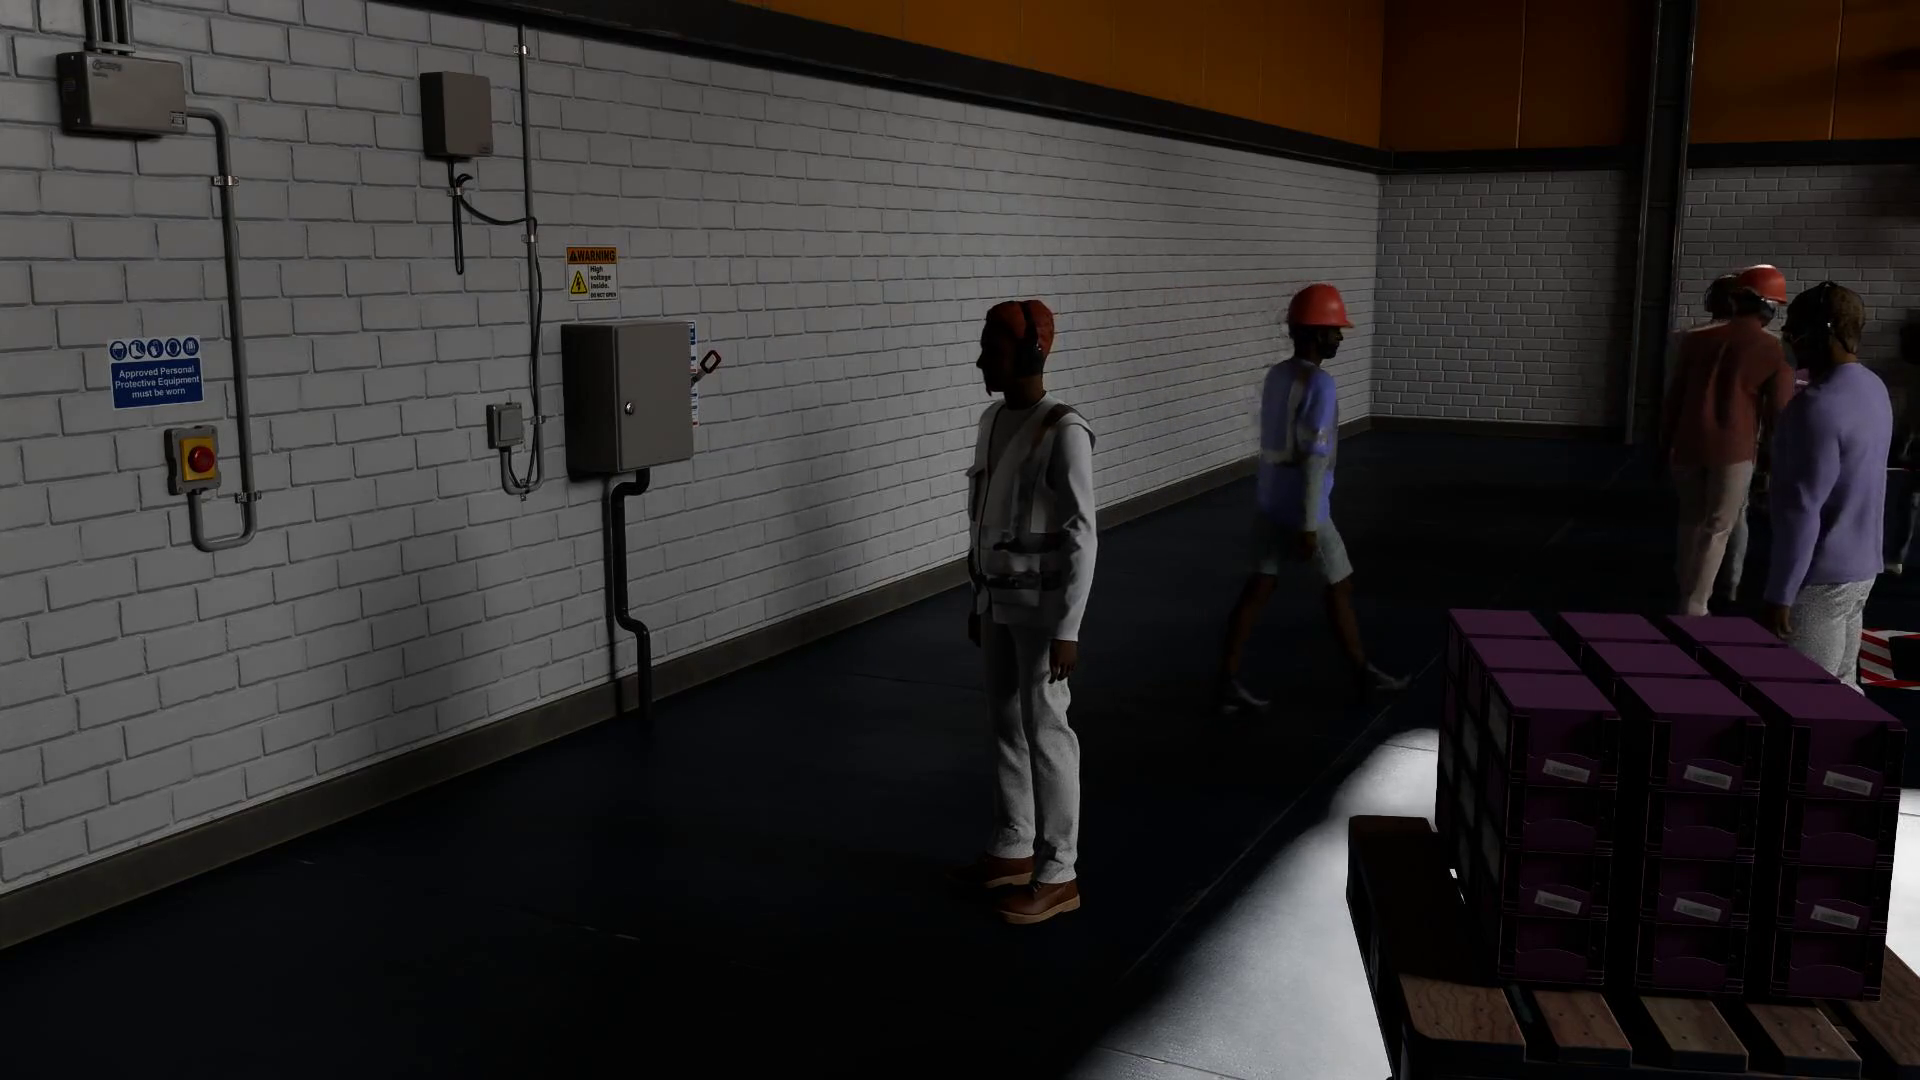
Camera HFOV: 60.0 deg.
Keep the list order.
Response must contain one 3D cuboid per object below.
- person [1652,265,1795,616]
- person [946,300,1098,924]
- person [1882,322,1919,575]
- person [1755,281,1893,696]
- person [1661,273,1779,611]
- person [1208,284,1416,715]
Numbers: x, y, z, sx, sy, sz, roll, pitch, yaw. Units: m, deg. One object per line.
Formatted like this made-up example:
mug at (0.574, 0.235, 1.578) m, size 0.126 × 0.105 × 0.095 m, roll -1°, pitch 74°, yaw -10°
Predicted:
person at (3.998, -0.442, 8.660) m, size 0.698 × 1.957 × 0.625 m, roll -6°, pitch 12°, yaw -33°
person at (0.191, 0.216, 5.074) m, size 0.341 × 1.882 × 0.587 m, roll -5°, pitch 11°, yaw -27°
person at (6.013, -0.556, 10.379) m, size 0.775 × 1.590 × 0.516 m, roll 4°, pitch 10°, yaw 20°
person at (2.787, 0.137, 5.405) m, size 0.359 × 1.933 × 0.625 m, roll 9°, pitch 13°, yaw 41°
person at (4.327, -0.559, 9.489) m, size 0.643 × 1.916 × 0.825 m, roll 3°, pitch 10°, yaw 15°
person at (1.527, -0.163, 7.267) m, size 0.979 × 1.881 × 0.567 m, roll -3°, pitch 10°, yaw -16°
